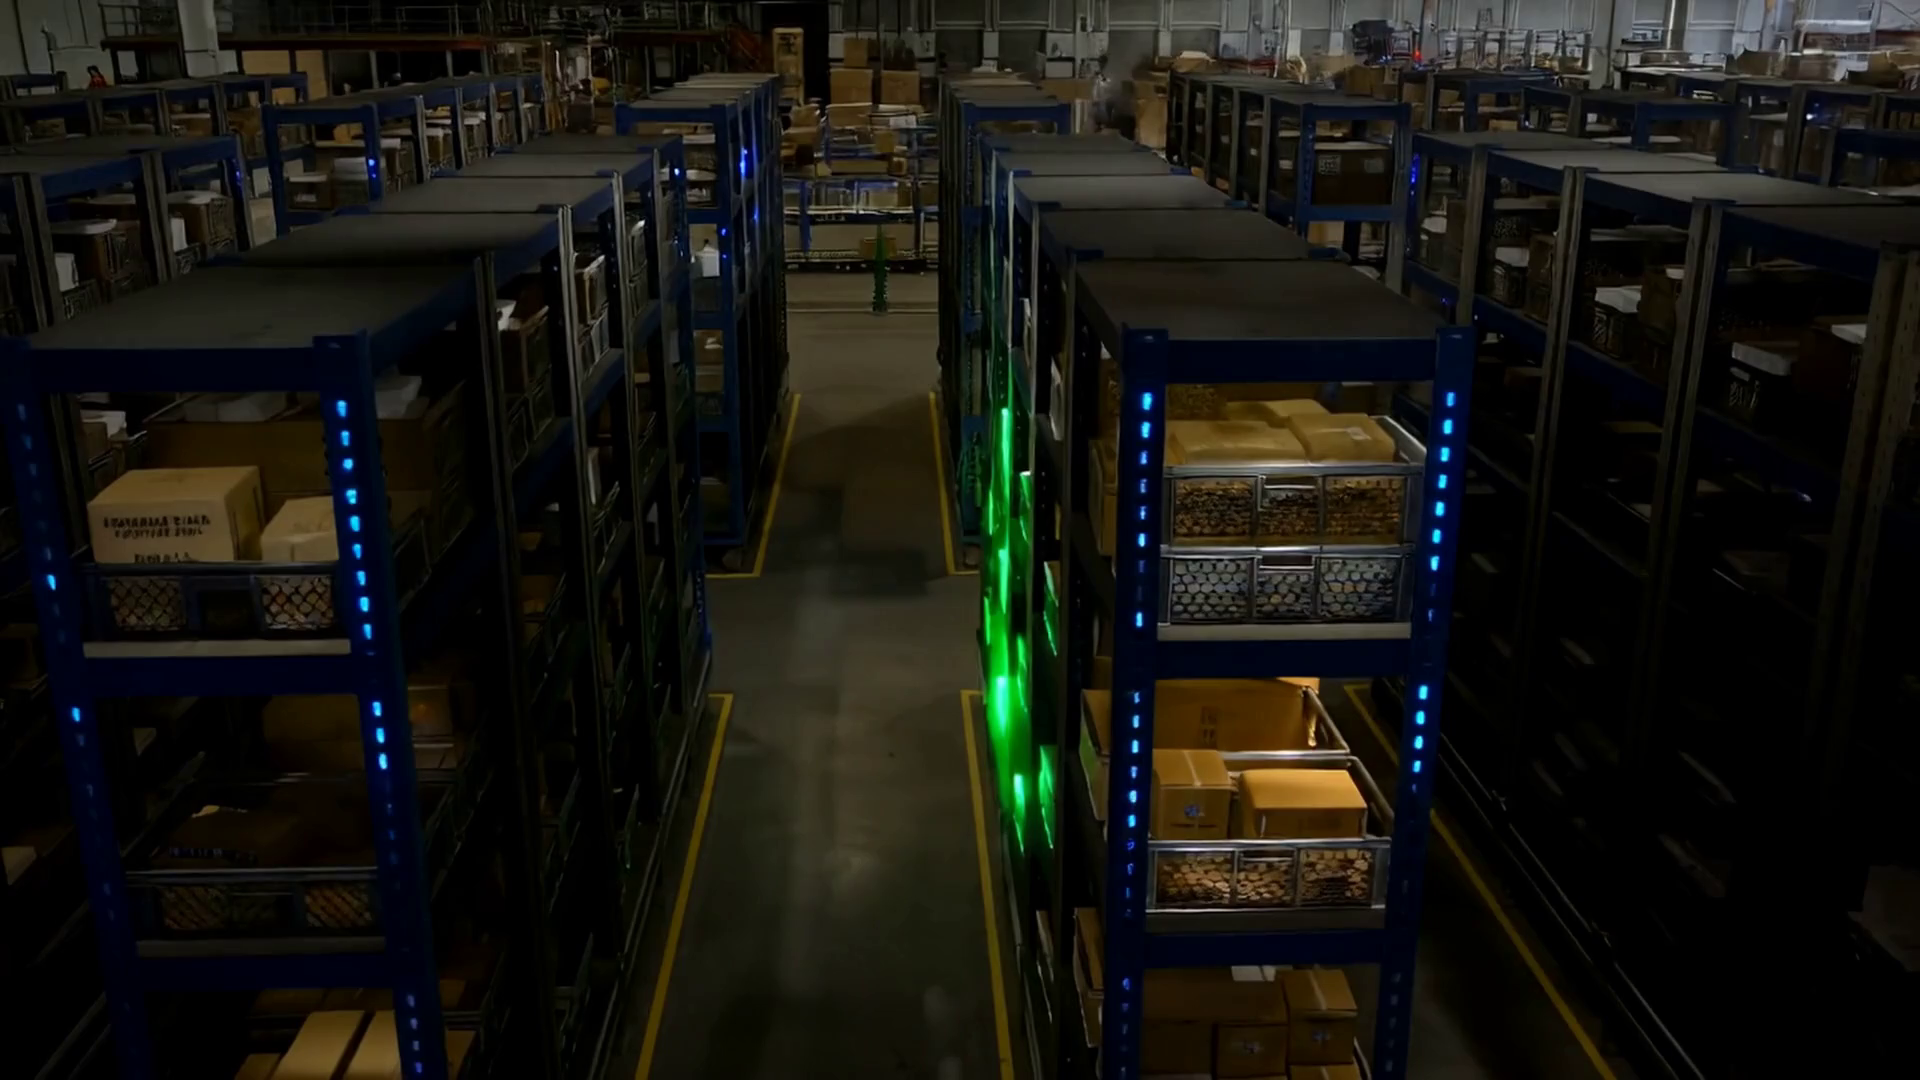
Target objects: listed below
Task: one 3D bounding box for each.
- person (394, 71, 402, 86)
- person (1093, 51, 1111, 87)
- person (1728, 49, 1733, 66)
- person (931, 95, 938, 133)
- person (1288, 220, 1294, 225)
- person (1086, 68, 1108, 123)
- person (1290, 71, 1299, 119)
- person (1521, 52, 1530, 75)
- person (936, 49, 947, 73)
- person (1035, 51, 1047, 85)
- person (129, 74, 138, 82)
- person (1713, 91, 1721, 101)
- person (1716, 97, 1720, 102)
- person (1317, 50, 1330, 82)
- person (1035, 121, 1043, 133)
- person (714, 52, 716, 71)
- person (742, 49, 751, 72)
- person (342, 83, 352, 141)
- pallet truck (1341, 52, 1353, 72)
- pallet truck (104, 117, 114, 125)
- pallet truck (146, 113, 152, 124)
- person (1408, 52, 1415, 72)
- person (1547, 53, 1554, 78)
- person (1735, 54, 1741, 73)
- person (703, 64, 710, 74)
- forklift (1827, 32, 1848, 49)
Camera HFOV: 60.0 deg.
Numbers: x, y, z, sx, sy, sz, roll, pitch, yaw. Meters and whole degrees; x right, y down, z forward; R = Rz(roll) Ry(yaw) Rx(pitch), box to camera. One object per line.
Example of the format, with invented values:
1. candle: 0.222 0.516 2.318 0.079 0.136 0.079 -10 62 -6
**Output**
1. person: -20.738 -16.370 61.514 0.993 1.887 0.559 -6 19 -17
2. person: 7.607 -25.037 88.364 1.010 1.884 0.606 7 19 21
3. person: 42.218 -26.042 91.470 0.675 1.861 0.604 4 18 13
4. person: -0.661 -12.207 48.863 0.523 1.740 0.724 15 23 38
5. person: 3.826 -2.771 19.399 0.399 1.908 0.643 0 18 -1
6. person: 5.121 -16.266 60.944 1.022 2.000 0.682 3 18 9
7. person: 12.214 -16.199 60.946 0.490 1.921 0.629 5 19 15
8. person: 29.925 -24.927 88.143 0.967 1.802 0.549 -13 22 -35
9. person: -0.956 -25.050 88.244 0.626 1.969 0.769 -4 18 -11
10. person: 4.408 -25.711 90.558 0.992 1.791 0.645 16 24 40
11. person: -29.457 -15.601 59.170 1.006 1.872 0.625 -8 19 -22
12. person: 26.013 -14.934 57.069 0.612 1.878 0.889 6 19 17
13. person: 23.544 -13.053 51.272 0.556 1.885 1.017 8 19 23
14. person: 18.749 -24.270 85.864 0.729 1.947 0.682 9 20 26
15. person: 2.067 -10.179 42.441 0.876 1.842 0.528 4 18 13
16. person: -13.498 -25.860 91.182 0.321 1.696 0.537 0 18 -1
17. person: -11.791 -26.166 91.844 0.562 1.885 1.013 -10 20 -27
18. person: -19.317 -13.475 52.556 0.356 1.883 0.575 0 18 -1
19. pallet truck: 18.794 -23.123 82.231 0.823 1.965 1.885 -13 22 -35
20. pallet truck: -18.367 -7.885 35.078 1.885 1.965 0.823 1 18 2
21. pallet truck: -18.087 -8.309 36.390 1.885 1.965 0.823 -1 18 -4
22. person: 23.251 -24.188 85.746 0.329 1.863 0.513 0 18 -1
23. person: 31.268 -24.884 88.096 0.322 1.738 0.488 0 18 -1
24. person: 37.332 -22.330 79.873 0.372 1.939 0.629 0 18 -1
25. person: -9.841 -17.461 64.648 0.402 2.036 0.609 0 18 -1
26. forklift: 46.023 -25.321 87.619 1.129 2.768 1.873 -1 18 -2
